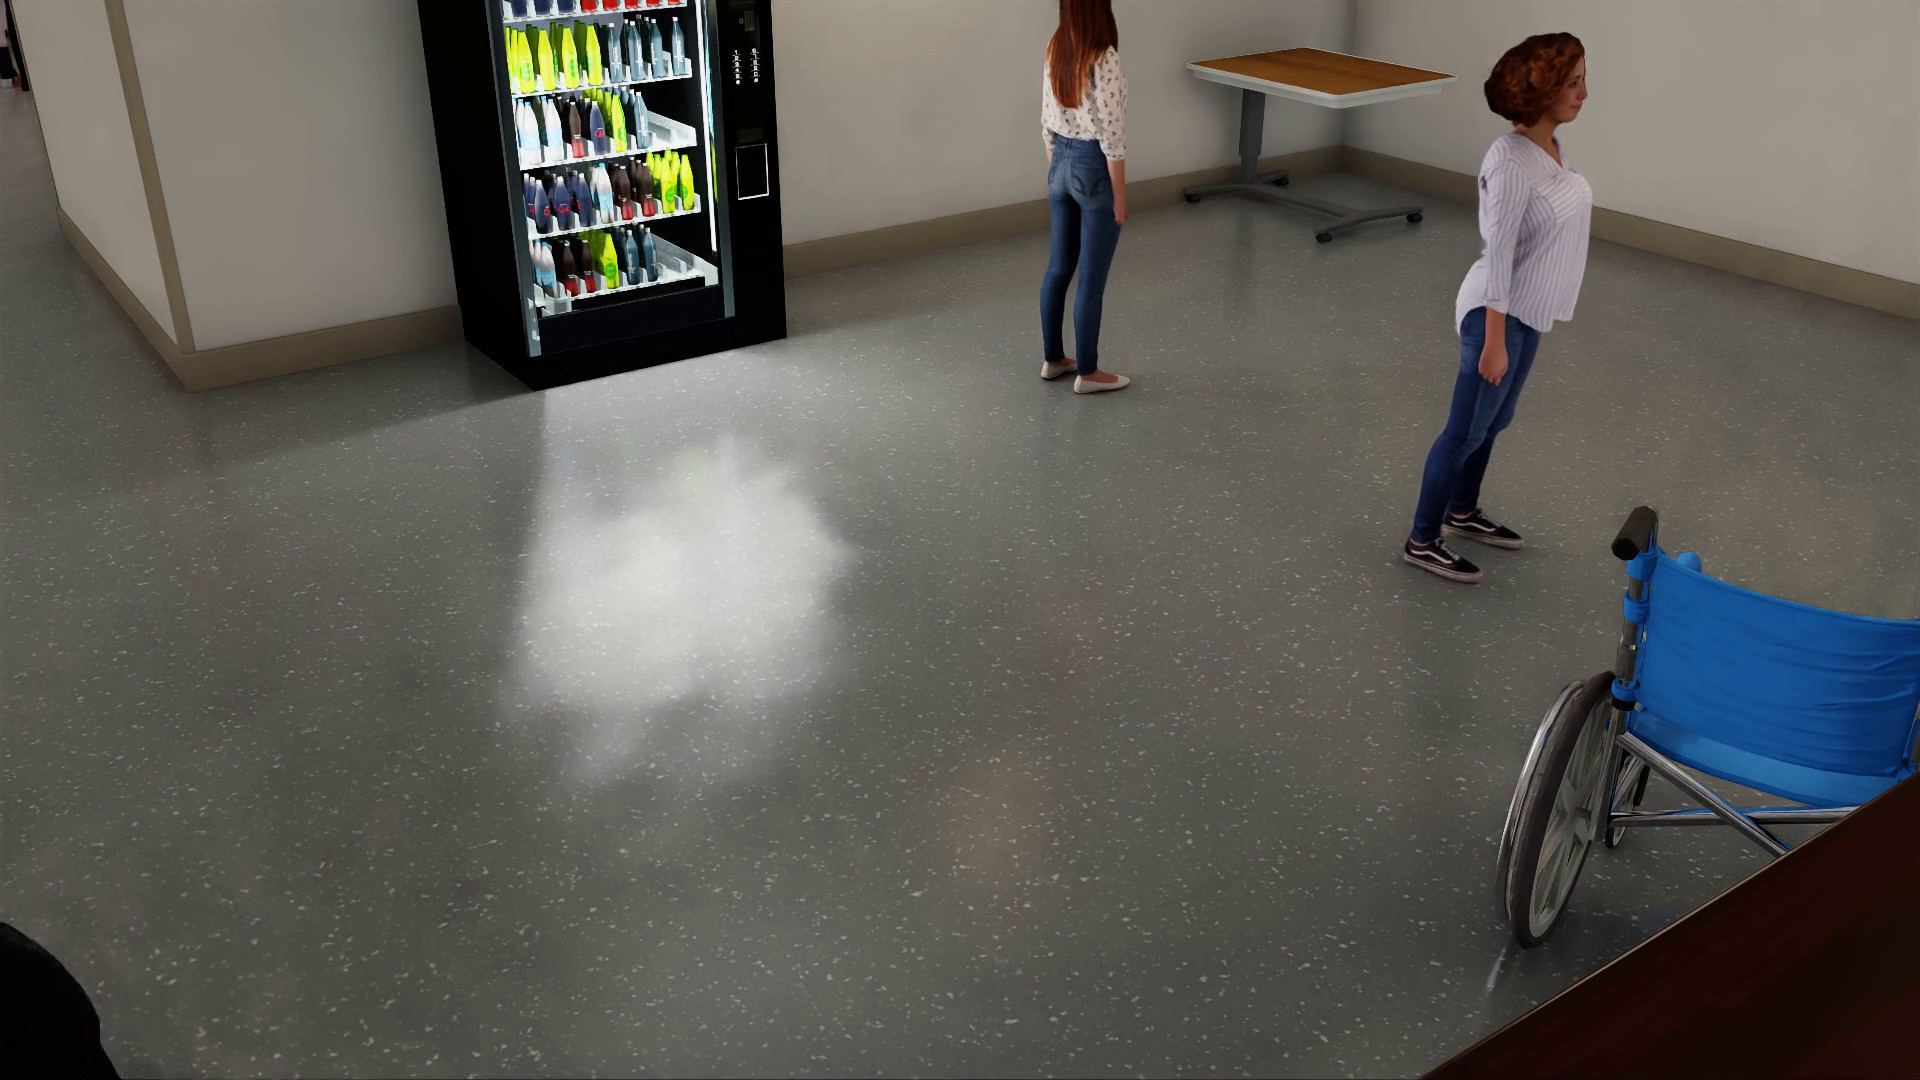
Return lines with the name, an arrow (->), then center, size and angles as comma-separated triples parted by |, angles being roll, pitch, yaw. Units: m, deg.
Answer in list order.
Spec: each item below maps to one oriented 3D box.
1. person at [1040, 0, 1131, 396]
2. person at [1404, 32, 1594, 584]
person -> 0.496, -1.455, 6.709 | 0.500, 1.729, 0.581 | -18, 31, -33
person -> 1.684, -0.724, 5.219 | 0.760, 1.706, 0.624 | 19, 32, 34
